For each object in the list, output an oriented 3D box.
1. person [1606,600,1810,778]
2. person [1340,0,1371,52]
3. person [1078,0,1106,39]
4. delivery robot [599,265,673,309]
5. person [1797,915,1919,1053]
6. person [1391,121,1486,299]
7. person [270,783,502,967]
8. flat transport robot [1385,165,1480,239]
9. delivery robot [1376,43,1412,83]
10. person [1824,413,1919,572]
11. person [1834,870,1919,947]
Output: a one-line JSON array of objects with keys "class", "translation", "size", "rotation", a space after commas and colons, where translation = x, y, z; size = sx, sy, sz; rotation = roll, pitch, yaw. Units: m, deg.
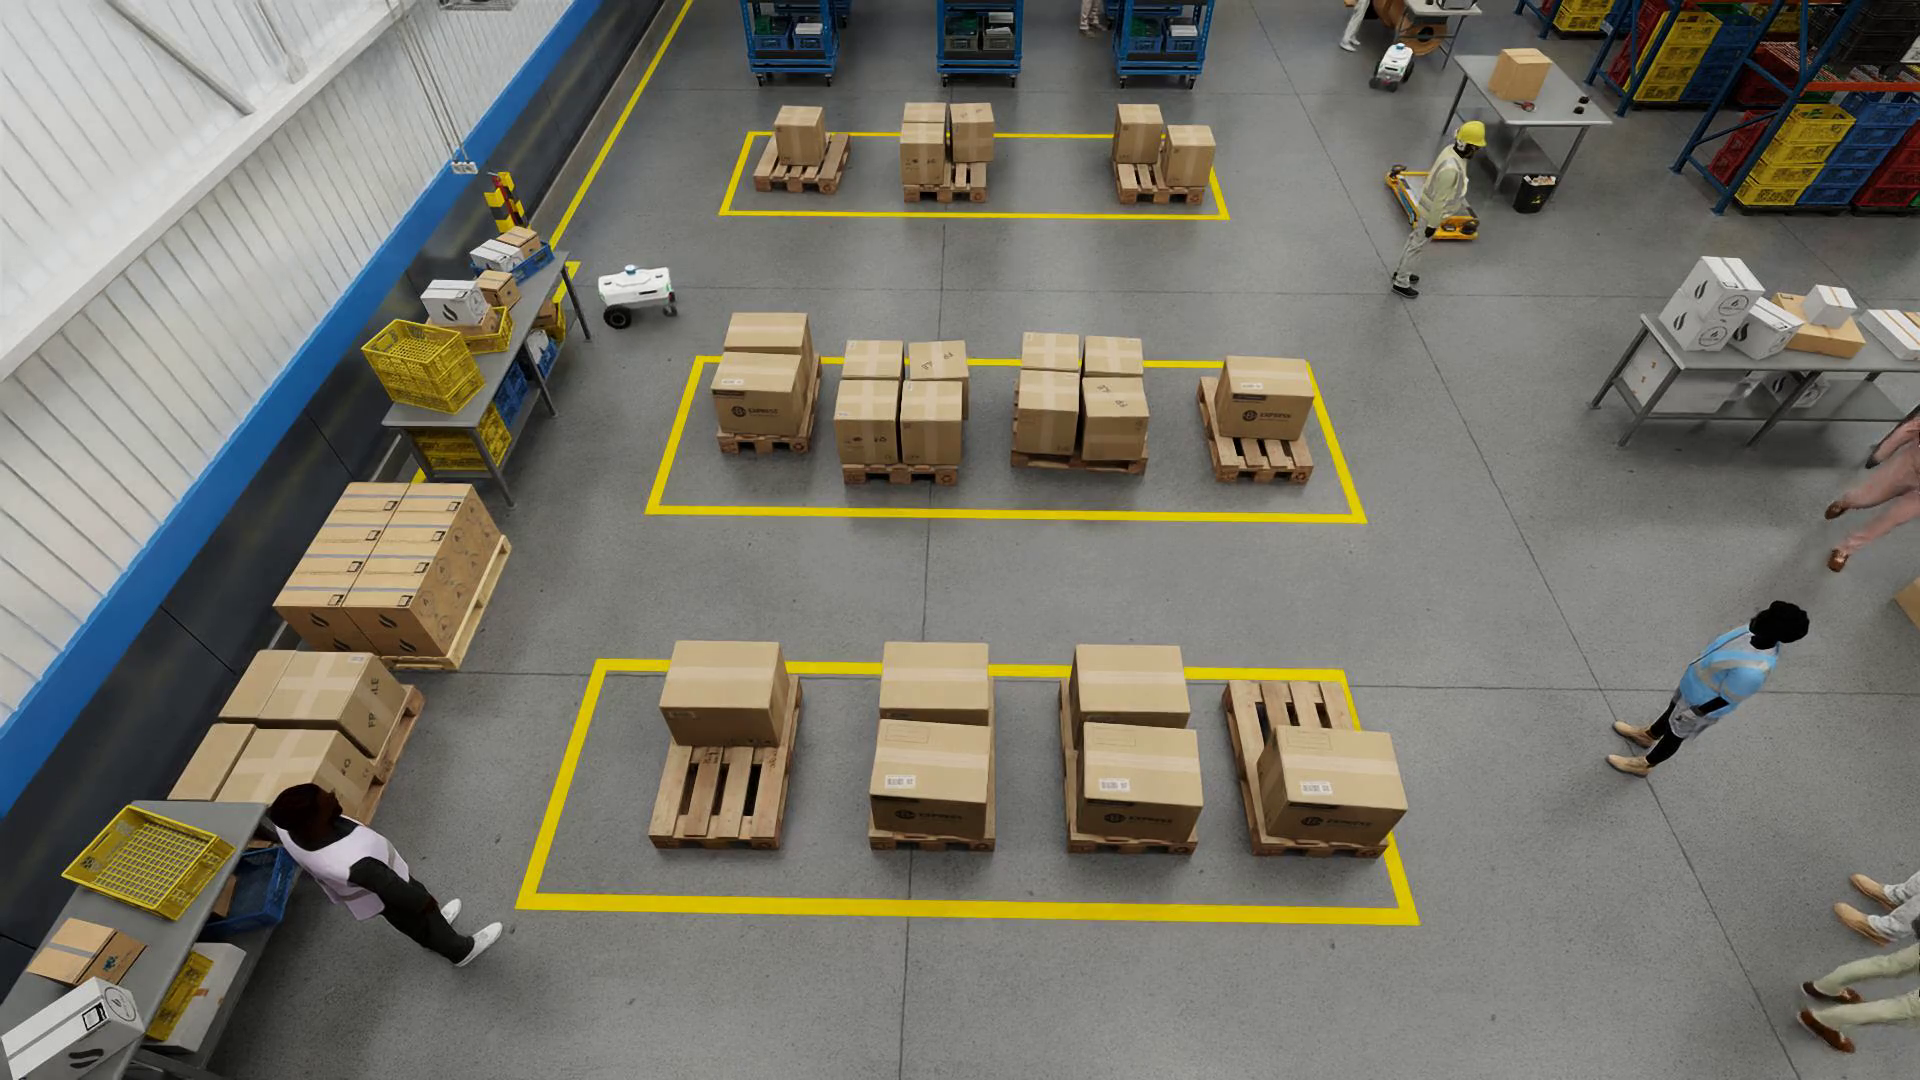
[{"class": "person", "translation": [4.675, 0.946, 5.760], "size": [0.318, 1.697, 0.534], "rotation": [27, 54, 22]}, {"class": "person", "translation": [6.133, -8.293, 13.800], "size": [0.318, 1.631, 0.527], "rotation": [32, 56, 25]}, {"class": "person", "translation": [2.127, -8.781, 13.990], "size": [0.400, 1.986, 0.612], "rotation": [31, 56, 24]}, {"class": "delivery robot", "translation": [-3.371, -2.627, 9.543], "size": [0.707, 0.478, 0.477], "rotation": [-11, 50, -10]}, {"class": "person", "translation": [5.044, 2.137, 4.630], "size": [0.378, 1.860, 0.548], "rotation": [12, 50, 10]}, {"class": "person", "translation": [4.905, -3.395, 9.430], "size": [0.404, 1.827, 0.600], "rotation": [17, 51, 14]}, {"class": "person", "translation": [-3.073, 1.814, 4.863], "size": [0.592, 1.919, 0.389], "rotation": [21, 52, 17]}, {"class": "flat transport robot", "translation": [5.692, -4.094, 11.059], "size": [0.652, 0.197, 1.431], "rotation": [1, 49, 1]}, {"class": "delivery robot", "translation": [6.288, -6.905, 13.245], "size": [0.477, 0.478, 0.707], "rotation": [21, 52, 17]}, {"class": "person", "translation": [7.339, -0.538, 6.935], "size": [0.670, 1.877, 0.618], "rotation": [37, 58, 27]}, {"class": "person", "translation": [5.643, 1.709, 5.014], "size": [0.619, 1.836, 0.431], "rotation": [-35, 58, -27]}]
